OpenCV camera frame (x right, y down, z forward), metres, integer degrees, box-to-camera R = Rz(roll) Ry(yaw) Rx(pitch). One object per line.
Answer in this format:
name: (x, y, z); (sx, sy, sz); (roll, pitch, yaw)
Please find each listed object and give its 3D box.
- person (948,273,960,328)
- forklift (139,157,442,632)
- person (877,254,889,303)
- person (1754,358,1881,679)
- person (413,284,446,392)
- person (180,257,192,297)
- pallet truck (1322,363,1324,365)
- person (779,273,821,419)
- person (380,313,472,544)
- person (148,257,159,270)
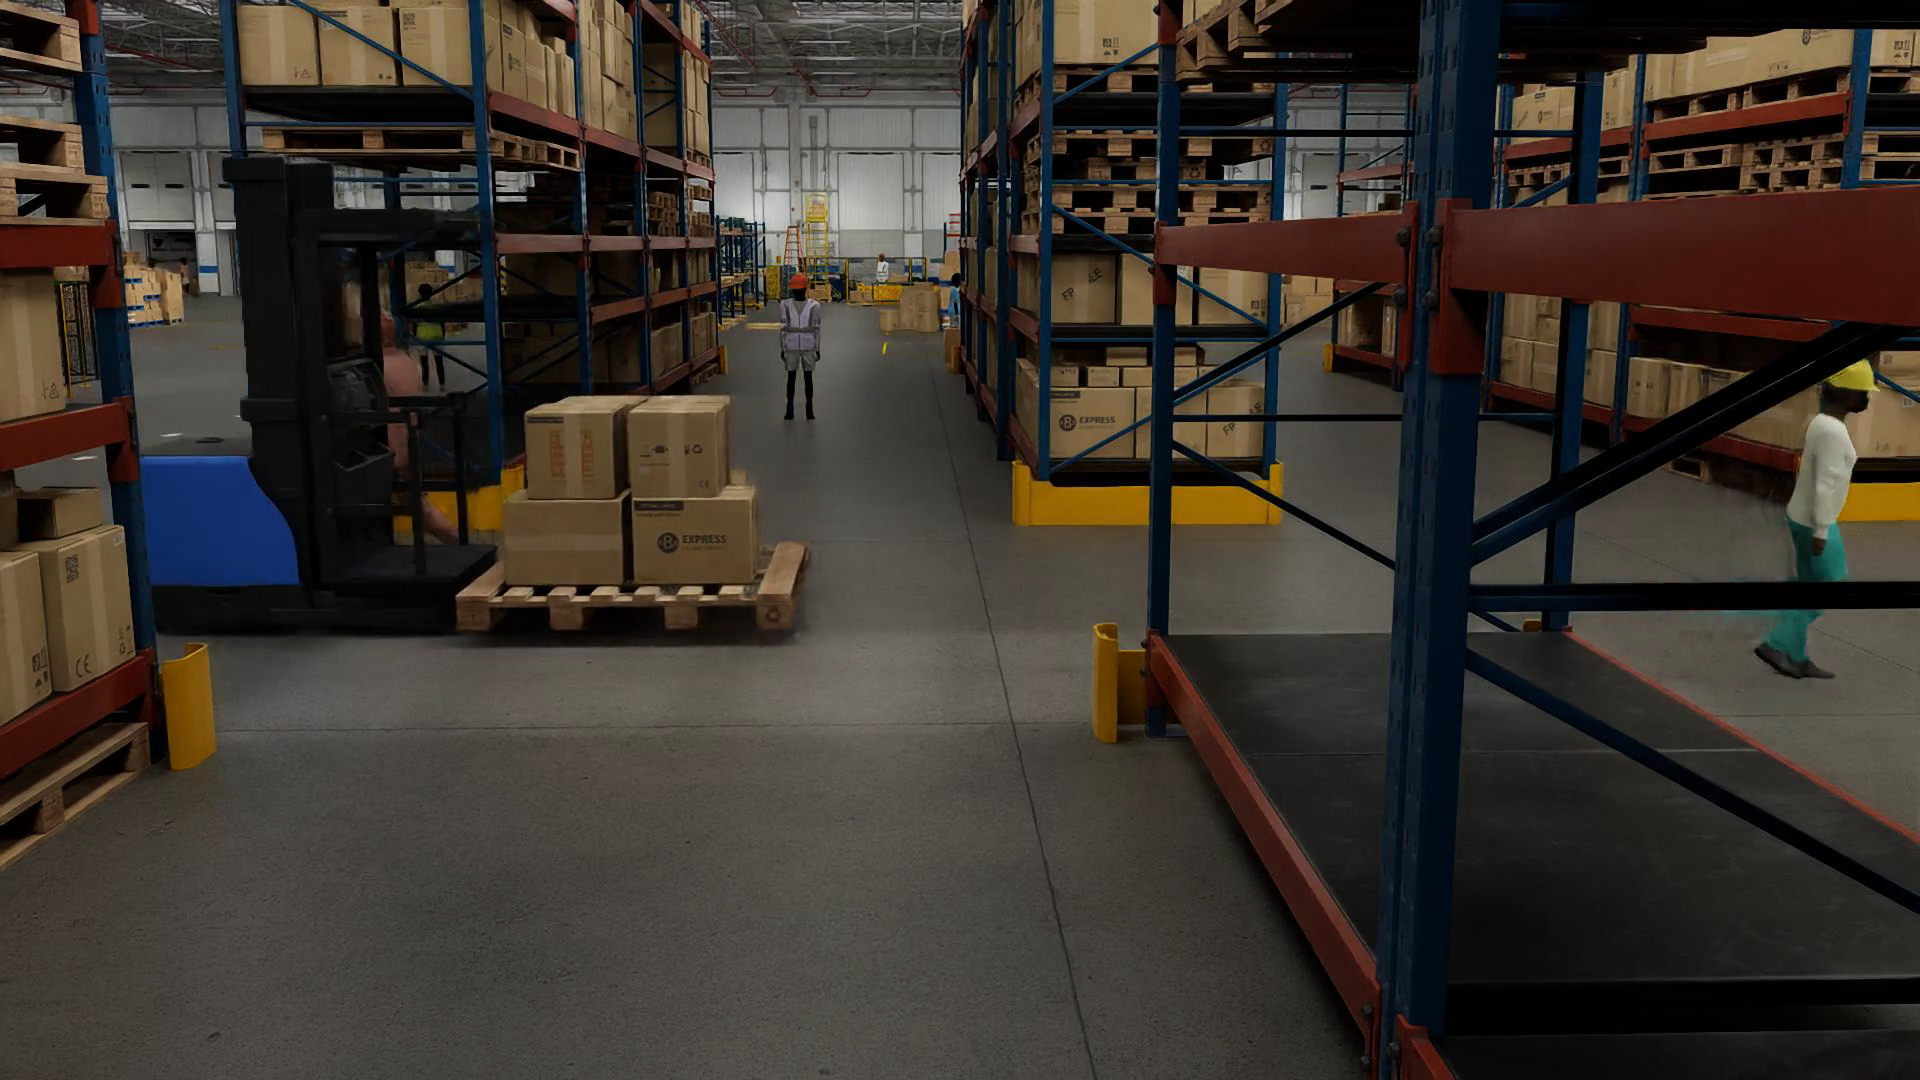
person: (-0.084, -4.689, 34.533); (0.317, 1.697, 0.540); (-1, 10, -3)
forklift: (-4.075, -0.910, 10.192); (1.873, 2.768, 1.129); (0, 10, -2)
person: (-2.974, -9.988, 63.532); (0.573, 1.887, 0.354); (9, 14, 43)
person: (4.571, -0.094, 8.797); (0.407, 1.748, 0.560); (3, 11, 17)
person: (-8.298, -3.153, 25.997); (0.531, 1.692, 0.320); (-5, 11, -27)
person: (-32.560, -11.041, 69.961); (0.351, 1.687, 0.560); (0, 10, -1)
pallet truck: (7.712, -4.157, 30.737); (1.885, 1.965, 0.823); (3, 11, 16)
person: (-2.110, -2.548, 21.967); (0.542, 1.929, 0.374); (-1, 10, -3)
person: (-3.805, -0.613, 11.355); (0.871, 1.877, 0.652); (0, 10, 2)
person: (-25.648, -8.102, 53.122); (0.661, 1.854, 0.531); (-3, 11, -17)
